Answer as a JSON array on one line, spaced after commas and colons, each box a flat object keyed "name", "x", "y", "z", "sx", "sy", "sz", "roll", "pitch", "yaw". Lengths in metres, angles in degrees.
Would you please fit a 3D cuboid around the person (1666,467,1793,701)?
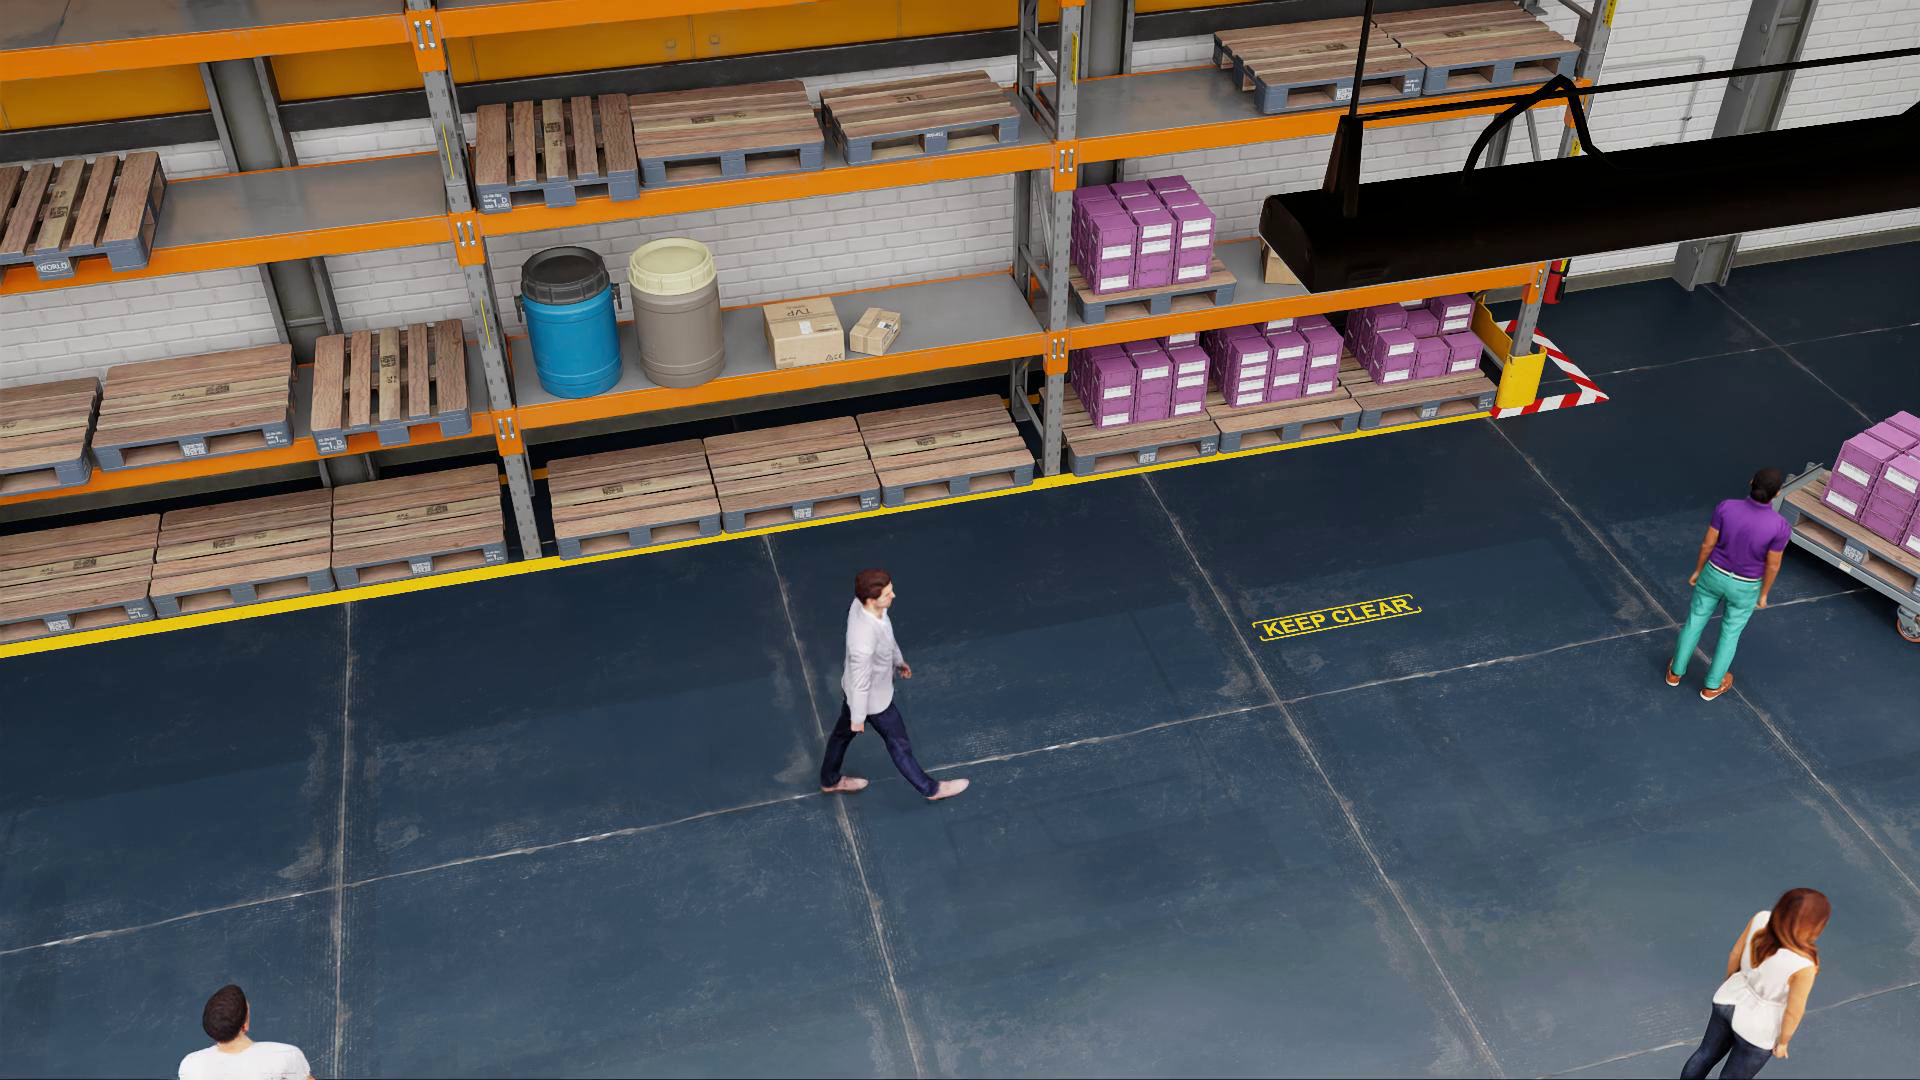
[{"name": "person", "x": 4.934, "y": 0.266, "z": 10.657, "sx": 0.713, "sy": 1.768, "sz": 0.746, "roll": 25, "pitch": 45, "yaw": 28}]

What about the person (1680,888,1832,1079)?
[{"name": "person", "x": 3.825, "y": 2.312, "z": 8.083, "sx": 0.510, "sy": 1.783, "sz": 0.592, "roll": -10, "pitch": 40, "yaw": -12}]

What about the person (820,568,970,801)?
[{"name": "person", "x": -0.633, "y": 0.892, "z": 9.846, "sx": 1.199, "sy": 1.801, "sz": 0.821, "roll": -3, "pitch": 39, "yaw": -3}]

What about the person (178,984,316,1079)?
[{"name": "person", "x": -3.130, "y": 2.718, "z": 7.522, "sx": 0.714, "sy": 1.848, "sz": 0.829, "roll": -3, "pitch": 39, "yaw": -4}]
